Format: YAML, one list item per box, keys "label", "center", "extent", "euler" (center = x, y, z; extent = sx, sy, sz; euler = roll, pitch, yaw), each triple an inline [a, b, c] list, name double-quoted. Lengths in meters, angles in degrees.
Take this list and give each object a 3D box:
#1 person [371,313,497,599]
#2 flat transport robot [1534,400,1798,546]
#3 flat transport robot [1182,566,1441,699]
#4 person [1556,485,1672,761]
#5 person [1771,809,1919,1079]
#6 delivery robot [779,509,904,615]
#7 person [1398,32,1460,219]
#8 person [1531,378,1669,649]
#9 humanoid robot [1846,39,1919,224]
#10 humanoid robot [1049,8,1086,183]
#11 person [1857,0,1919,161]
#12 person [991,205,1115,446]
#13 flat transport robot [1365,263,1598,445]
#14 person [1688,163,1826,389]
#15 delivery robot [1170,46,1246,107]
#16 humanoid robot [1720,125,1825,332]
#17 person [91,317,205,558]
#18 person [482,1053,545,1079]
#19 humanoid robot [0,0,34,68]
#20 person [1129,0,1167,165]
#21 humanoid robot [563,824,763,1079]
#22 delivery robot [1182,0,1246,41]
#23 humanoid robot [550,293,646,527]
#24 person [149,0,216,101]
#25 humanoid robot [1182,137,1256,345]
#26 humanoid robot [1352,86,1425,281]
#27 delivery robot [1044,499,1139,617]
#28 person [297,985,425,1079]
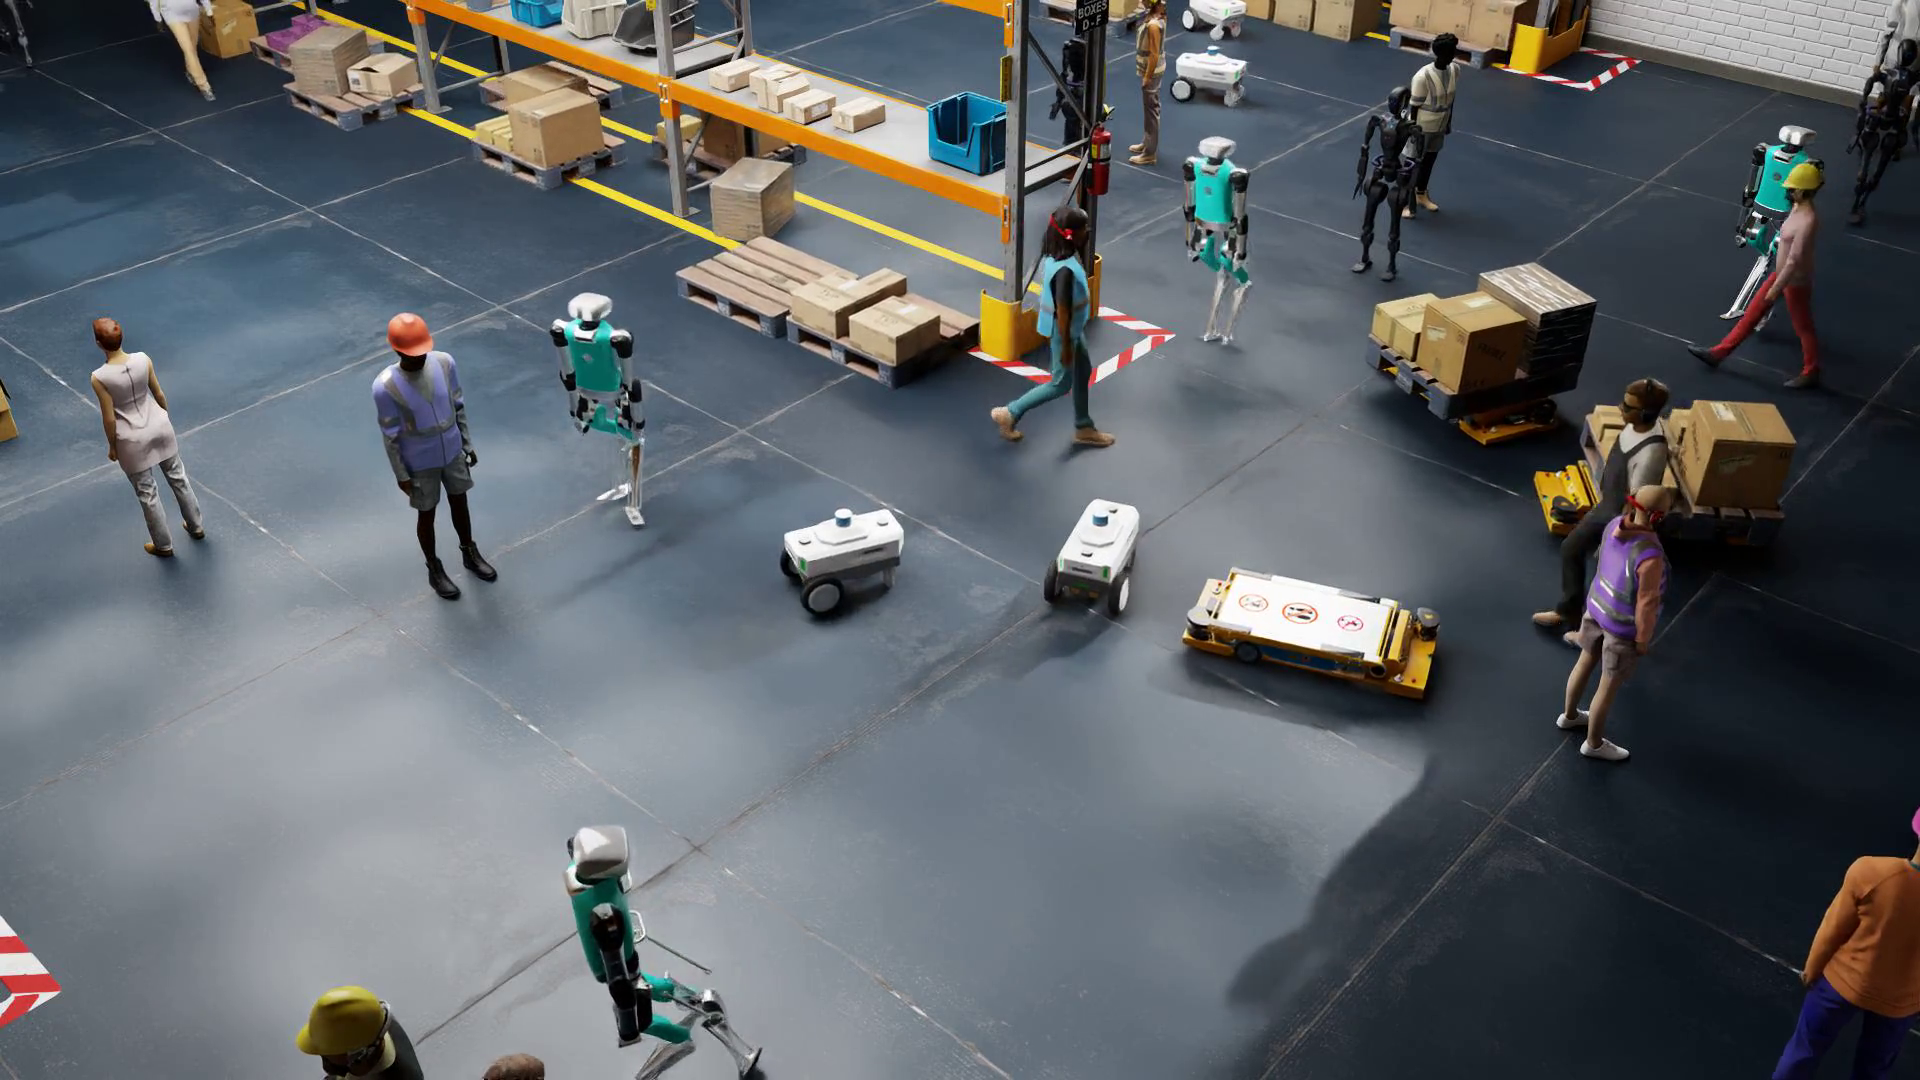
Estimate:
- label: "person"
  center: [-3.193, -0.517, 10.101]
  extent: [0.383, 1.931, 0.541]
  euler: [28, 43, 34]
- label: "flat transport robot"
  center: [4.655, -0.247, 11.169]
  extent: [1.431, 0.231, 0.659]
  euler: [4, 35, 5]
- label: "flat transport robot"
  center: [2.122, 0.541, 10.026]
  extent: [1.431, 0.231, 0.659]
  euler: [12, 36, 17]
- label: "person"
  center: [3.527, 0.436, 8.925]
  extent: [0.351, 1.693, 0.479]
  euler: [-7, 35, -10]
- label: "person"
  center: [3.706, 1.780, 6.735]
  extent: [0.520, 1.975, 0.403]
  euler: [16, 38, 22]
- label: "delivery robot"
  center: [-0.742, 0.074, 10.440]
  extent: [0.750, 0.581, 0.520]
  euler: [-14, 37, -19]
- label: "person"
  center: [4.223, -3.733, 14.968]
  extent: [0.534, 1.693, 0.321]
  euler: [-20, 39, -27]
- label: "person"
  center: [3.700, -0.130, 9.619]
  extent: [0.587, 1.829, 0.520]
  euler: [3, 35, 5]
- label: "humanoid robot"
  center: [8.286, -3.635, 14.841]
  extent: [0.613, 1.646, 0.538]
  euler: [6, 35, 9]
- label: "humanoid robot"
  center: [1.113, -4.142, 15.568]
  extent: [0.358, 1.642, 0.601]
  euler: [28, 43, 34]
- label: "person"
  center: [9.151, -4.638, 16.075]
  extent: [0.547, 1.926, 0.379]
  euler: [14, 37, 20]
- label: "person"
  center: [0.671, -1.448, 11.530]
  extent: [0.821, 1.840, 0.521]
  euler: [4, 35, 5]
- label: "flat transport robot"
  center: [3.784, -1.179, 12.518]
  extent: [0.659, 0.231, 1.431]
  euler: [-14, 37, -19]
- label: "person"
  center: [6.150, -1.956, 12.385]
  extent: [0.950, 1.708, 0.554]
  euler: [6, 35, 9]
- label: "delivery robot"
  center: [2.649, -4.960, 17.754]
  extent: [0.796, 0.606, 0.499]
  euler: [14, 37, 20]
- label: "humanoid robot"
  center: [6.415, -2.466, 12.973]
  extent: [0.735, 1.677, 0.533]
  euler: [-25, 42, -31]
- label: "person"
  center: [-5.183, -0.655, 10.532]
  extent: [0.286, 1.661, 0.442]
  euler: [21, 40, 27]
- label: "person"
  center: [-1.561, 2.474, 6.017]
  extent: [0.398, 1.645, 0.481]
  euler: [-2, 35, -3]
- label: "humanoid robot"
  center: [-10.636, -6.049, 18.379]
  extent: [0.604, 1.619, 0.799]
  euler: [-16, 38, -22]
- label: "person"
  center: [1.814, -4.507, 16.015]
  extent: [0.321, 1.773, 0.469]
  euler: [5, 35, 7]
- label: "humanoid robot"
  center: [-1.168, 1.815, 6.952]
  extent: [0.913, 1.810, 0.572]
  euler: [-13, 37, -18]
- label: "delivery robot"
  center: [3.011, -6.241, 19.587]
  extent: [0.517, 0.581, 0.752]
  euler: [-20, 39, -26]
- label: "humanoid robot"
  center: [-2.219, -0.910, 10.835]
  extent: [0.595, 1.771, 0.868]
  euler: [9, 36, 12]
- label: "person"
  center: [-8.279, -5.621, 17.687]
  extent: [0.564, 1.706, 0.892]
  euler: [-26, 43, -33]
- label: "humanoid robot"
  center: [2.046, -2.317, 12.888]
  extent: [0.543, 1.790, 0.708]
  euler: [22, 40, 28]
- label: "humanoid robot"
  center: [3.579, -2.979, 13.885]
  extent: [0.590, 1.653, 0.321]
  euler: [23, 41, 30]
- label: "delivery robot"
  center: [0.867, 0.074, 10.440]
  extent: [0.499, 0.582, 0.773]
  euler: [13, 37, 17]
- label: "person"
  center: [-2.100, 2.286, 6.122]
  extent: [0.404, 1.833, 0.588]
  euler: [-18, 39, -24]
